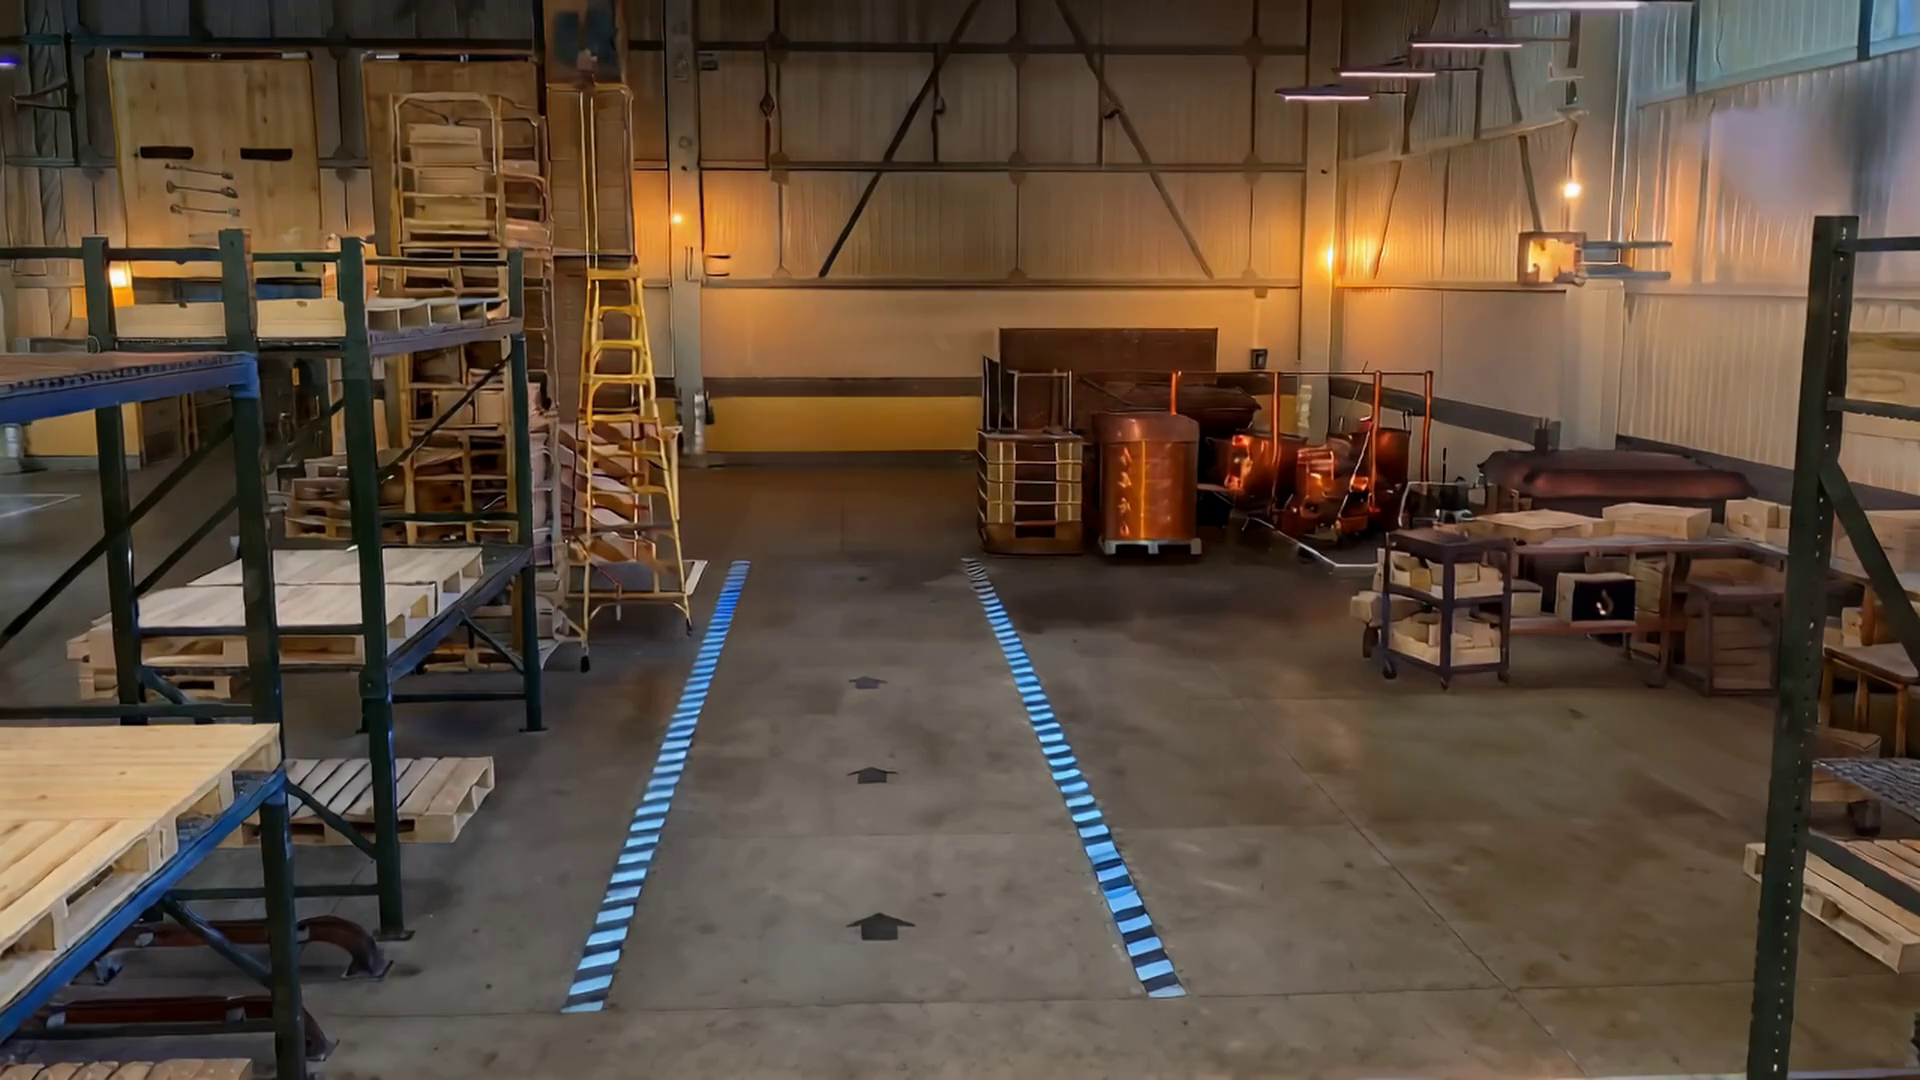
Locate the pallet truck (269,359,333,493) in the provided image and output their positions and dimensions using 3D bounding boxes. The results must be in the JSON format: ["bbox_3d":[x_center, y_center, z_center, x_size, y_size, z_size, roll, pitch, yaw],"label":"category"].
[{"bbox_3d":[-7.062,-1.131,18.996,1.885,1.965,0.823,2,9,13],"label":"pallet truck"}]
